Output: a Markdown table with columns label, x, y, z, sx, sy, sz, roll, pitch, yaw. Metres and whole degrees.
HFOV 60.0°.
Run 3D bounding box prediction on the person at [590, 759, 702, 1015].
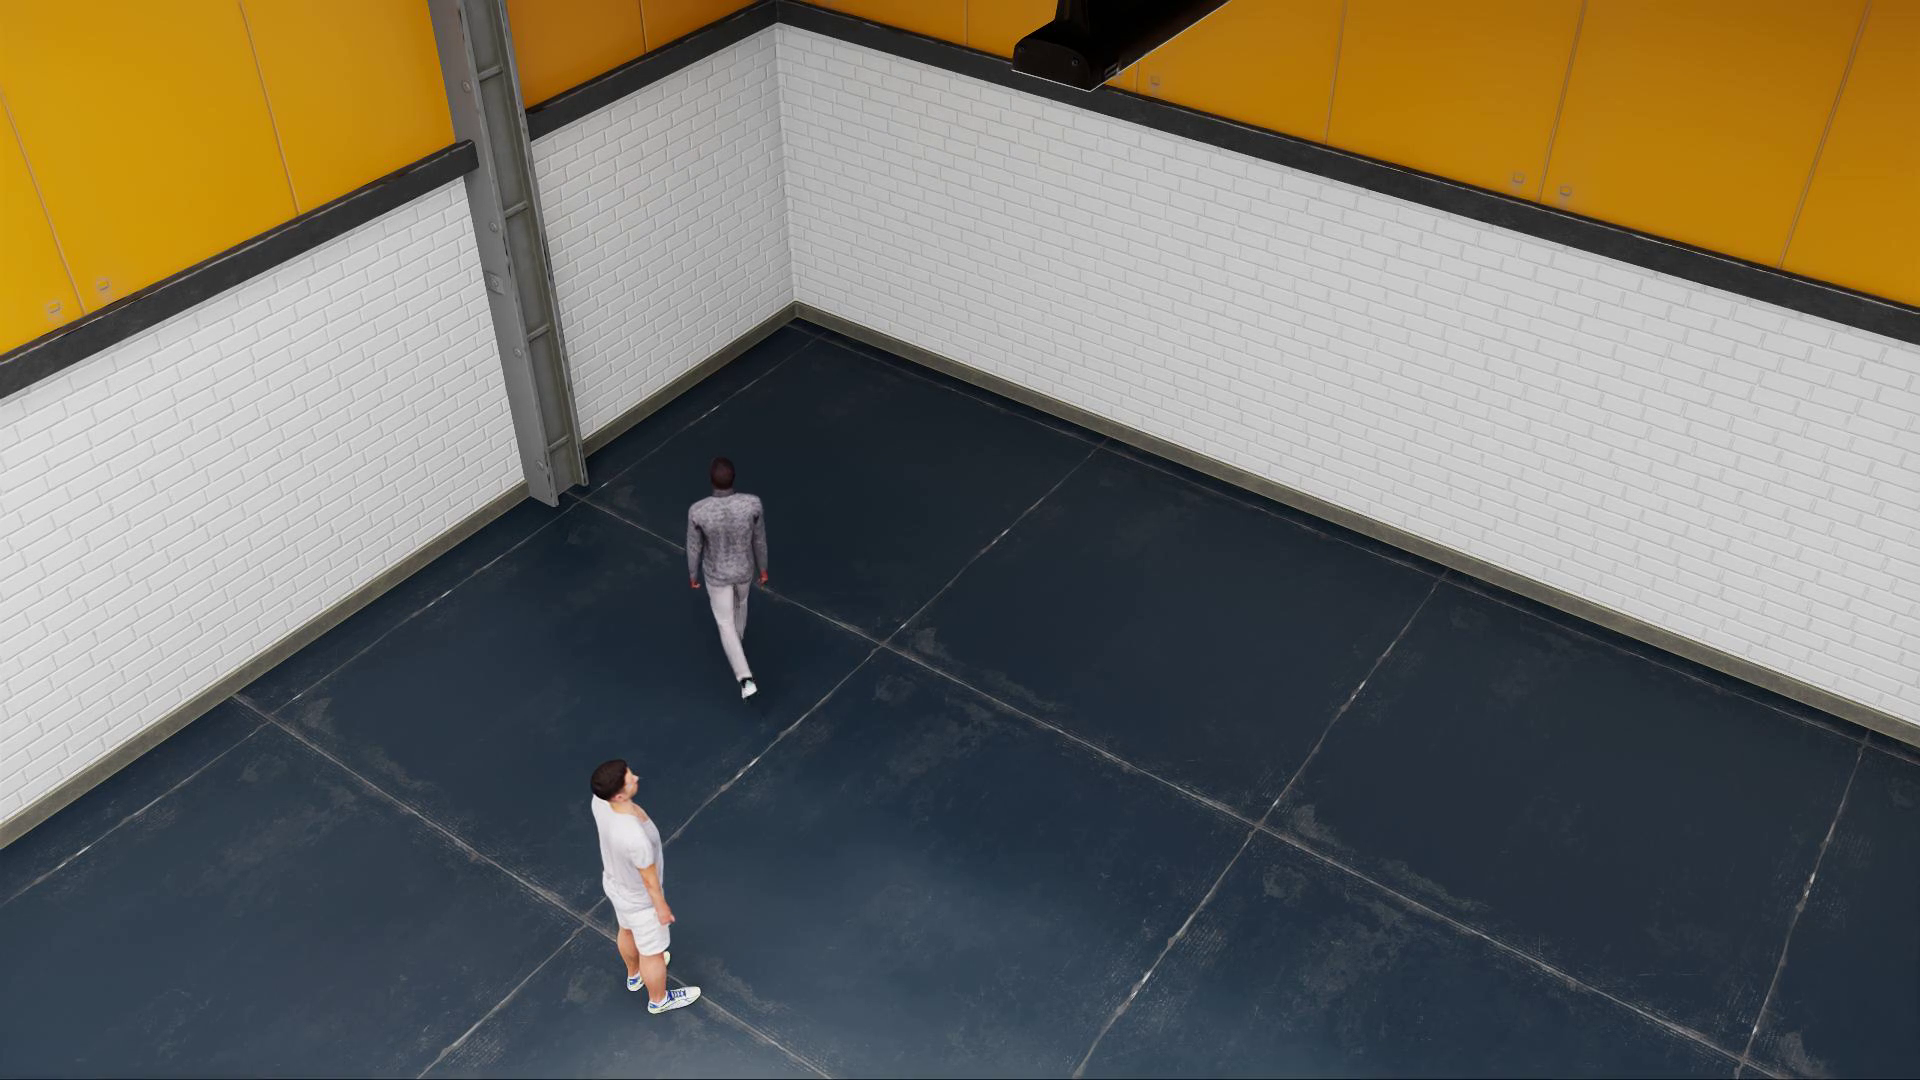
| label | x | y | z | sx | sy | sz | roll | pitch | yaw |
| --- | --- | --- | --- | --- | --- | --- | --- | --- | --- |
| person | -1.776 | 1.877 | 9.041 | 0.701 | 1.855 | 0.753 | -25 | 45 | -28 |

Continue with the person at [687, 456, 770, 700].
| label | x | y | z | sx | sy | sz | roll | pitch | yaw |
| --- | --- | --- | --- | --- | --- | --- | --- | --- | --- |
| person | -1.524 | 0.266 | 11.094 | 1.176 | 1.812 | 1.129 | -15 | 41 | -17 |
